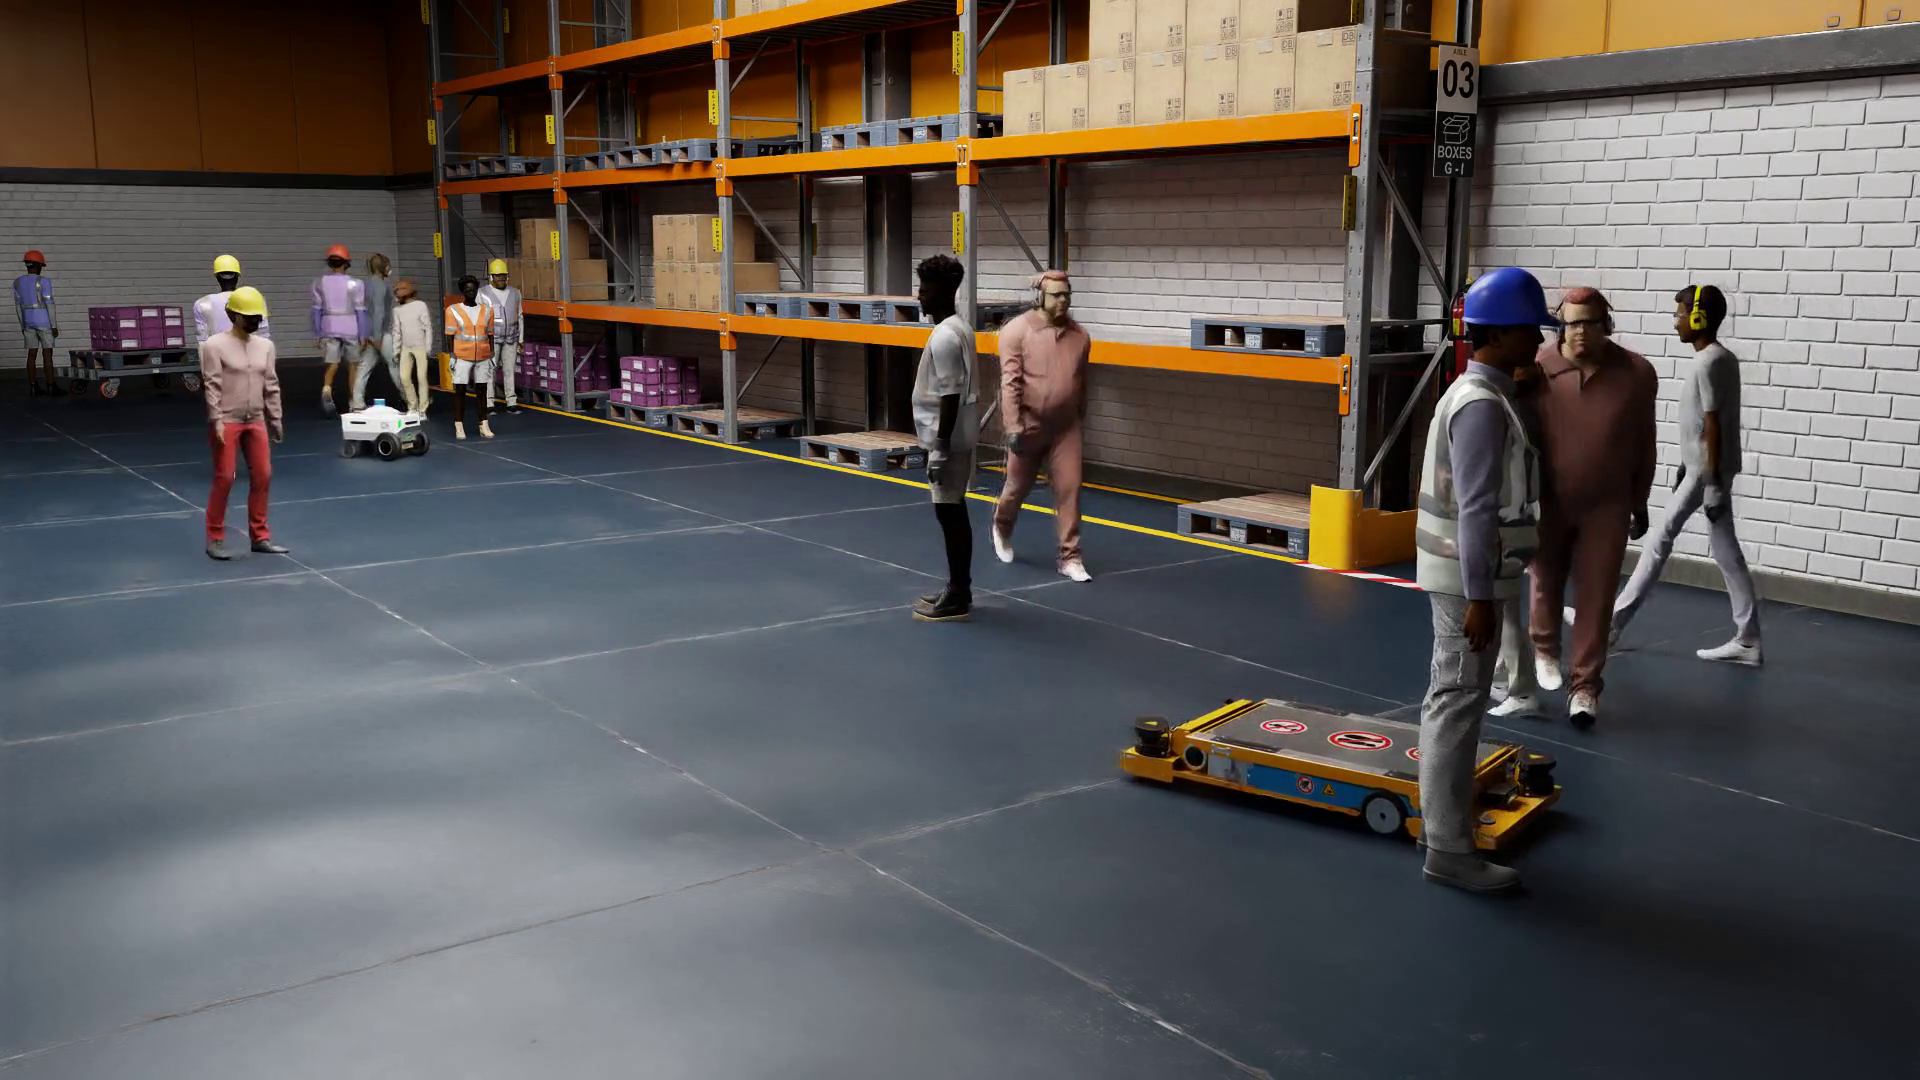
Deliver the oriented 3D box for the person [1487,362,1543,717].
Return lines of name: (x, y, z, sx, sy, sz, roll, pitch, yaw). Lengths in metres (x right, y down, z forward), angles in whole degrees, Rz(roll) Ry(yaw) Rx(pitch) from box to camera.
person: (2.377, -0.041, 7.157, 0.519, 1.629, 0.519, -10, 14, -44)

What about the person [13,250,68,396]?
person: (-12.220, -2.869, 22.072, 0.542, 1.930, 0.366, 2, 10, 9)

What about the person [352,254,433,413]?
person: (-6.767, -2.409, 19.590, 0.976, 1.889, 0.642, -8, 13, -38)

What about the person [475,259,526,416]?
person: (-5.415, -2.385, 19.624, 0.587, 1.835, 0.404, -7, 12, -34)

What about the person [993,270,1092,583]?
person: (0.501, -0.720, 10.210, 0.632, 1.874, 0.939, -4, 11, -21)

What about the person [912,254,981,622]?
person: (-0.076, -0.542, 8.939, 0.361, 1.960, 0.612, 1, 10, 7)

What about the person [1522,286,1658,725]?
person: (2.659, -0.167, 7.205, 0.663, 1.844, 1.050, 3, 11, 17)

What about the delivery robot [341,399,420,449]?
delivery robot: (-5.464, -1.088, 15.683, 0.707, 0.478, 0.477, 3, 11, 19)

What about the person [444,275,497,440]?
person: (-5.050, -1.884, 17.203, 0.531, 1.697, 0.322, -7, 12, -34)

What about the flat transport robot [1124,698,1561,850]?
flat transport robot: (1.381, 0.813, 6.093, 1.431, 0.197, 0.652, 8, 13, 37)

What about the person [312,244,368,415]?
person: (-7.203, -2.416, 19.291, 0.614, 2.021, 0.792, 0, 10, -1)

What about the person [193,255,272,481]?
person: (-6.195, -1.465, 14.220, 0.586, 1.925, 0.369, -5, 11, -24)

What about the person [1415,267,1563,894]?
person: (1.649, 0.119, 5.283, 0.405, 1.948, 0.605, 3, 10, 15)

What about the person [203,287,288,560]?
person: (-4.624, -0.748, 10.708, 0.459, 1.744, 0.584, 6, 12, 28)

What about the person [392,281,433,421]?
person: (-6.260, -2.166, 19.078, 0.556, 1.602, 0.354, 4, 11, 20)

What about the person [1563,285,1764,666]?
person: (3.502, -0.317, 8.099, 0.964, 1.812, 0.530, 7, 13, 36)
